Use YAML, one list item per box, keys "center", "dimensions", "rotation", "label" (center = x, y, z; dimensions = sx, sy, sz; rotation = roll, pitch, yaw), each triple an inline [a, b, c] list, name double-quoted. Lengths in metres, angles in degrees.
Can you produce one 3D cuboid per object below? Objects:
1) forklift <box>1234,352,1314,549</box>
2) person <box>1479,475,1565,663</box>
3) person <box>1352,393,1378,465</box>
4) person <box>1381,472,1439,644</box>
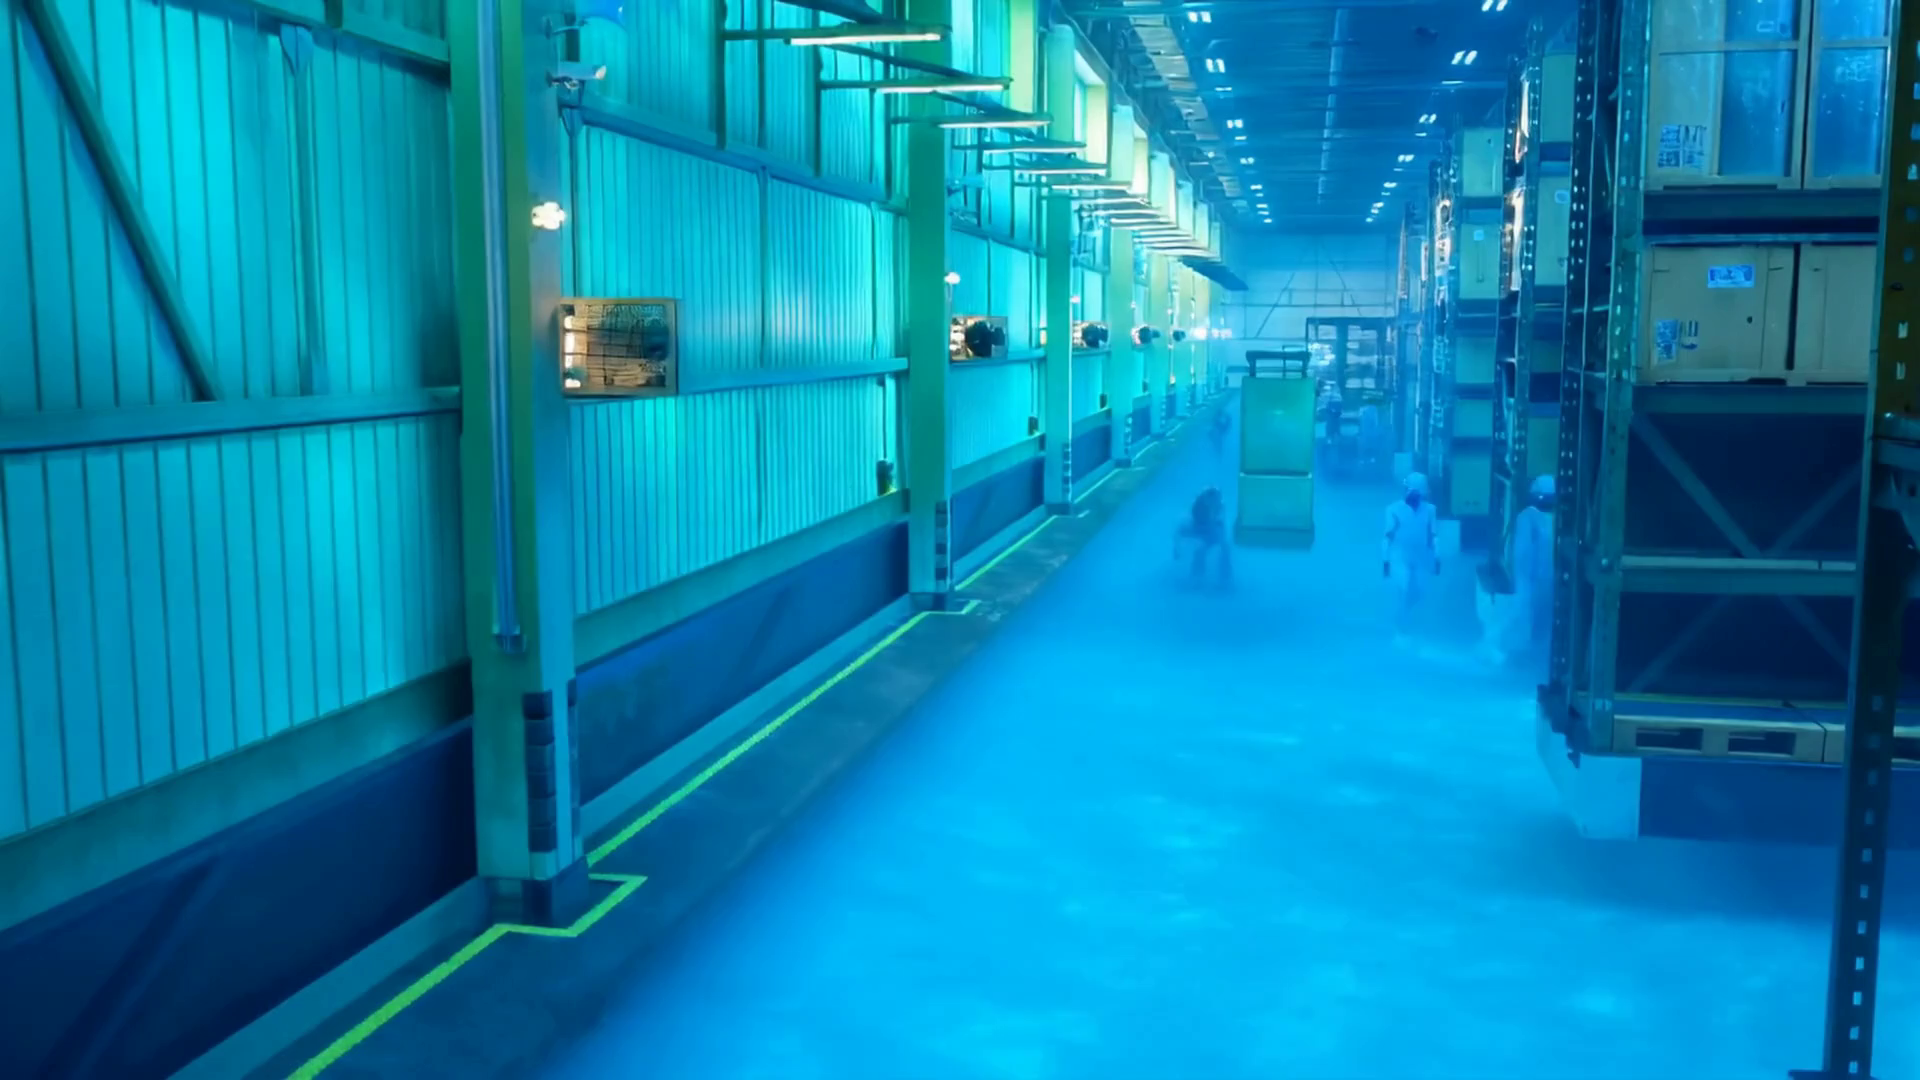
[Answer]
- center: [4.595, -1.343, 24.140]
  dimensions: [1.129, 2.768, 1.873]
  rotation: [1, 7, 12]
  label: "forklift"
- center: [5.306, 0.283, 15.446]
  dimensions: [0.588, 1.796, 0.892]
  rotation: [-7, 10, -43]
  label: "person"
- center: [9.533, -2.596, 38.878]
  dimensions: [0.907, 1.693, 0.507]
  rotation: [-7, 10, -44]
  label: "person"
- center: [4.493, 0.158, 16.750]
  dimensions: [0.604, 1.719, 0.586]
  rotation: [-2, 7, -16]
  label: "person"
